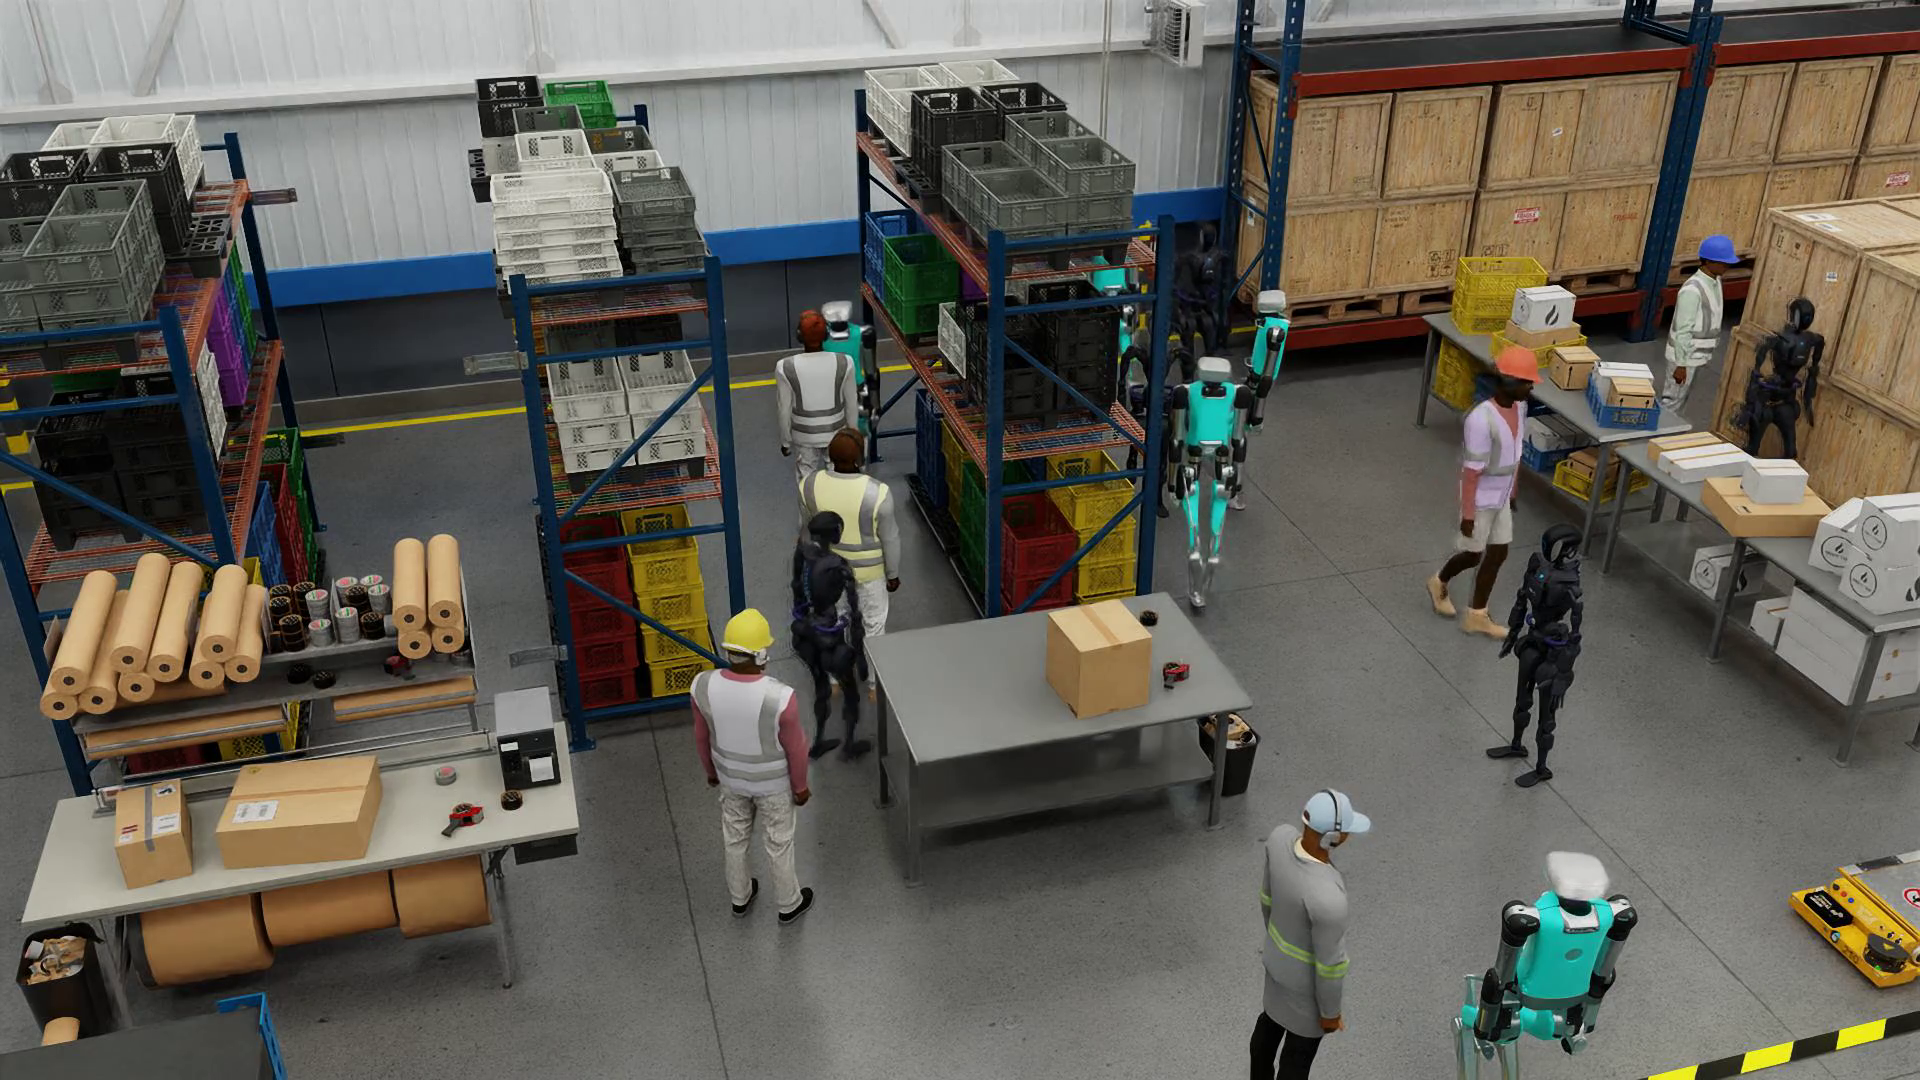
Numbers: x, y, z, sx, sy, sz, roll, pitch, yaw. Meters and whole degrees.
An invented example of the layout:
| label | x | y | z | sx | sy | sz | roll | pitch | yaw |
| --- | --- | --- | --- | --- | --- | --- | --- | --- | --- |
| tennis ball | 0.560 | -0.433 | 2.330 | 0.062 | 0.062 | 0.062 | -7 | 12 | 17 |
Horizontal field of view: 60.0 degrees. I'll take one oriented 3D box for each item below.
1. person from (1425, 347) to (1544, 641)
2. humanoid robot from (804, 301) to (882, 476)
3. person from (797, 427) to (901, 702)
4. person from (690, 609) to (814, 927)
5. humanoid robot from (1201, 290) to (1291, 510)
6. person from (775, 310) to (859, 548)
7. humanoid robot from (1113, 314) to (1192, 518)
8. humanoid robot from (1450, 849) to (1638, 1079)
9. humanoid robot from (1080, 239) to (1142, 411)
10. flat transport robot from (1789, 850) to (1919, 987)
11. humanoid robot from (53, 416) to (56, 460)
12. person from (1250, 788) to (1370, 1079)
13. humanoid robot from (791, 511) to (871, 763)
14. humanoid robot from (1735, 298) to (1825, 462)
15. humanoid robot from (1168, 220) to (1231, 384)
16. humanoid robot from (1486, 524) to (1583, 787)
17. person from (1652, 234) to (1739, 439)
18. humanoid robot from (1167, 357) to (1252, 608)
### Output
| label | x | y | z | sx | sy | sz | roll | pitch | yaw |
| --- | --- | --- | --- | --- | --- | --- | --- | --- | --- |
| person | 3.435 | -0.297 | 10.911 | 0.693 | 1.996 | 0.692 | -21 | 35 | -33 |
| humanoid robot | -0.878 | -1.038 | 12.577 | 0.568 | 1.815 | 0.854 | -3 | 29 | -5 |
| person | -0.653 | 0.158 | 10.239 | 0.626 | 1.845 | 0.429 | 9 | 30 | 15 |
| person | -1.029 | 1.168 | 8.422 | 0.587 | 1.822 | 0.403 | 9 | 30 | 15 |
| humanoid robot | 2.042 | -1.054 | 12.458 | 0.745 | 1.694 | 0.532 | 3 | 29 | 5 |
| person | -1.003 | -0.740 | 11.831 | 0.573 | 1.884 | 0.356 | -6 | 29 | -10 |
| humanoid robot | 1.443 | -0.935 | 12.384 | 0.599 | 1.657 | 0.315 | 0 | 29 | 0 |
| humanoid robot | 2.379 | 1.887 | 7.065 | 0.533 | 1.676 | 0.735 | -3 | 29 | -5 |
| humanoid robot | 1.287 | -1.693 | 13.784 | 0.530 | 1.830 | 0.806 | -5 | 29 | -9 |
| flat transport robot | 5.163 | 1.916 | 8.676 | 1.431 | 0.231 | 0.659 | -8 | 30 | -14 |
| humanoid robot | -6.564 | -0.995 | 12.395 | 0.713 | 1.738 | 0.531 | -23 | 36 | -35 |
| person | 1.499 | 1.841 | 7.173 | 0.392 | 1.848 | 0.586 | -9 | 30 | -15 |
| humanoid robot | -0.782 | 0.560 | 9.685 | 0.586 | 1.650 | 0.327 | 23 | 36 | 35 |
| humanoid robot | 6.188 | -1.022 | 12.561 | 0.590 | 1.648 | 0.515 | -4 | 29 | -8 |
| humanoid robot | 2.011 | -1.980 | 14.299 | 0.610 | 1.636 | 0.442 | -10 | 30 | -18 |
| humanoid robot | 3.331 | 0.649 | 9.503 | 0.315 | 1.657 | 0.599 | -7 | 30 | -13 |
| person | 5.745 | -1.464 | 13.084 | 0.383 | 1.948 | 0.600 | 21 | 35 | 33 |
| humanoid robot | 1.687 | -0.276 | 11.169 | 0.552 | 1.806 | 0.792 | -2 | 29 | -3 |
